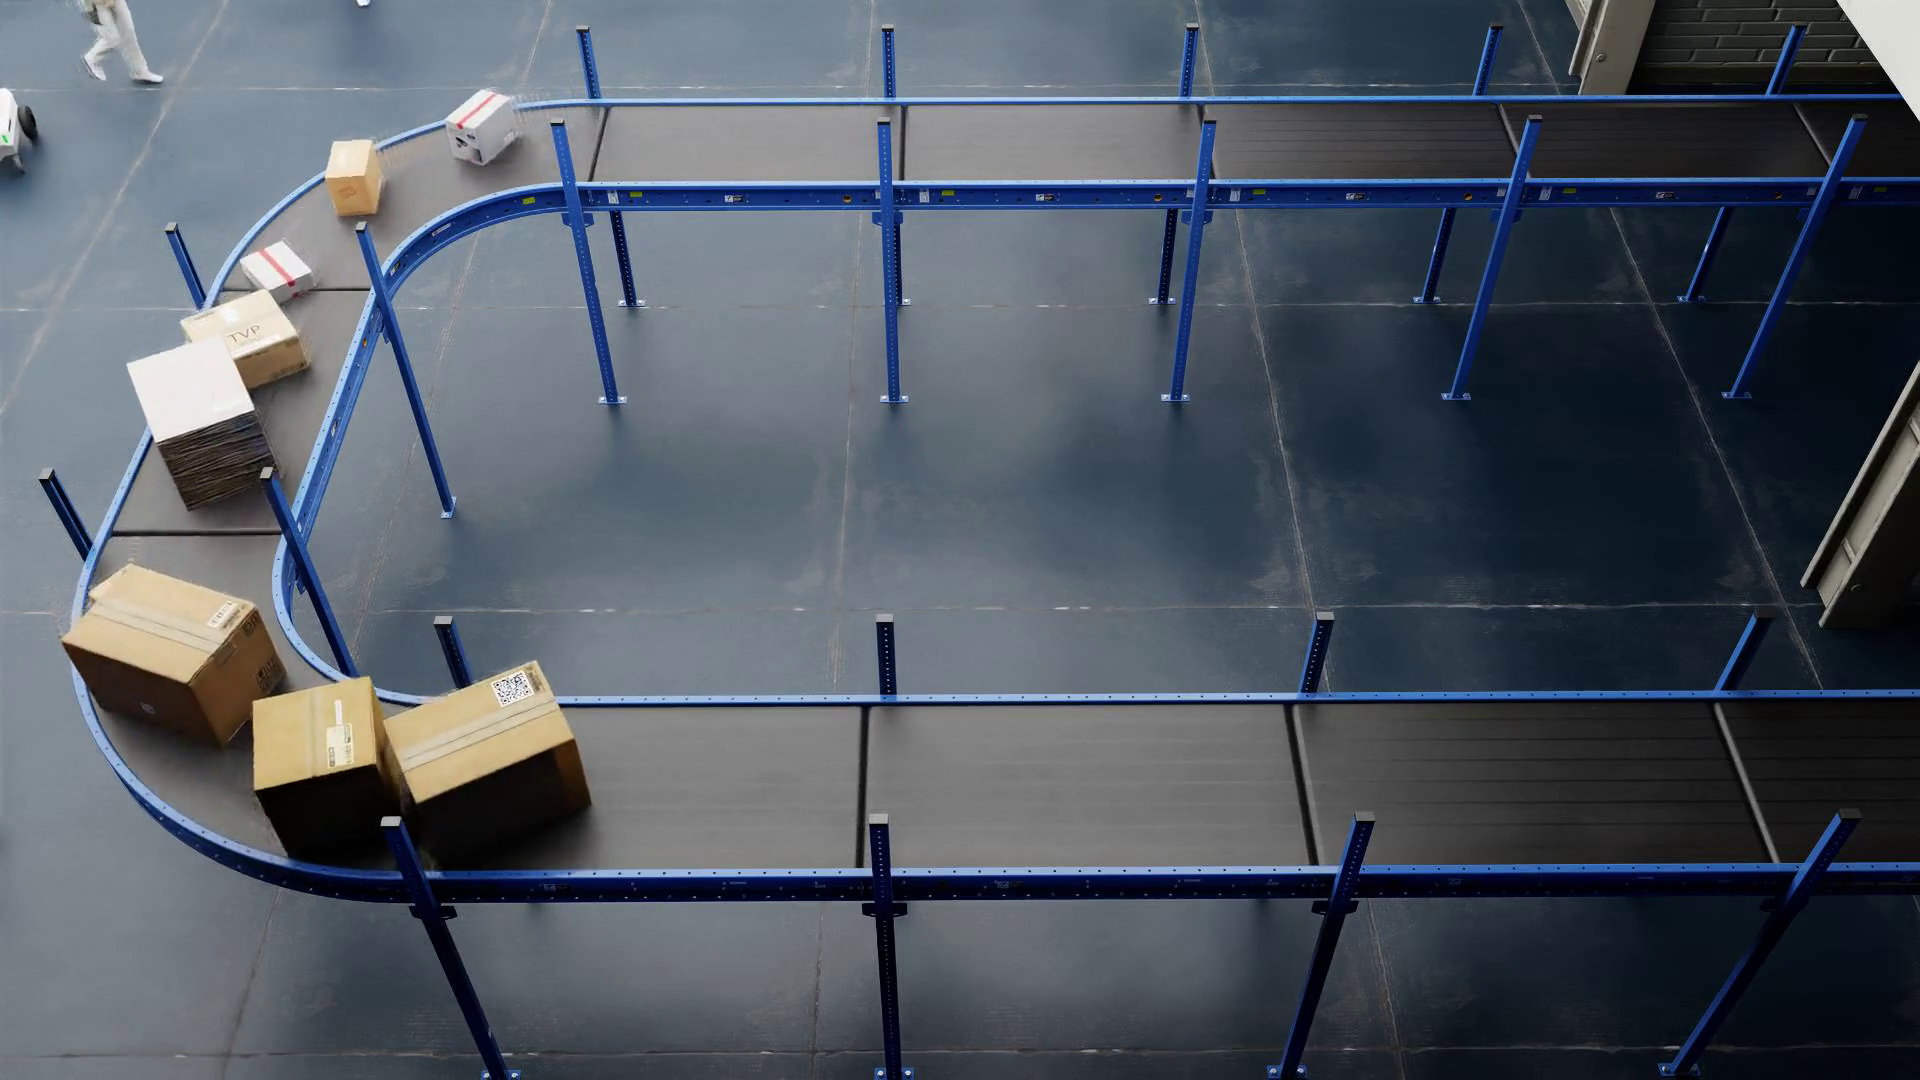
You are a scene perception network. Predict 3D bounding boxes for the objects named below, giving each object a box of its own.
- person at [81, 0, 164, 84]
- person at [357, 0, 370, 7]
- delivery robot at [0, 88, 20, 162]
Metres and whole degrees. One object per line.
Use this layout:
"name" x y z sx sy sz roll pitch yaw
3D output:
"person" -7.235 -4.547 14.402 0.496 1.626 0.524 9 48 8
"person" -5.679 -5.821 15.421 0.648 1.883 0.796 -10 48 -9
"delivery robot" -7.912 -3.399 14.023 0.477 0.478 0.707 -12 48 -11
